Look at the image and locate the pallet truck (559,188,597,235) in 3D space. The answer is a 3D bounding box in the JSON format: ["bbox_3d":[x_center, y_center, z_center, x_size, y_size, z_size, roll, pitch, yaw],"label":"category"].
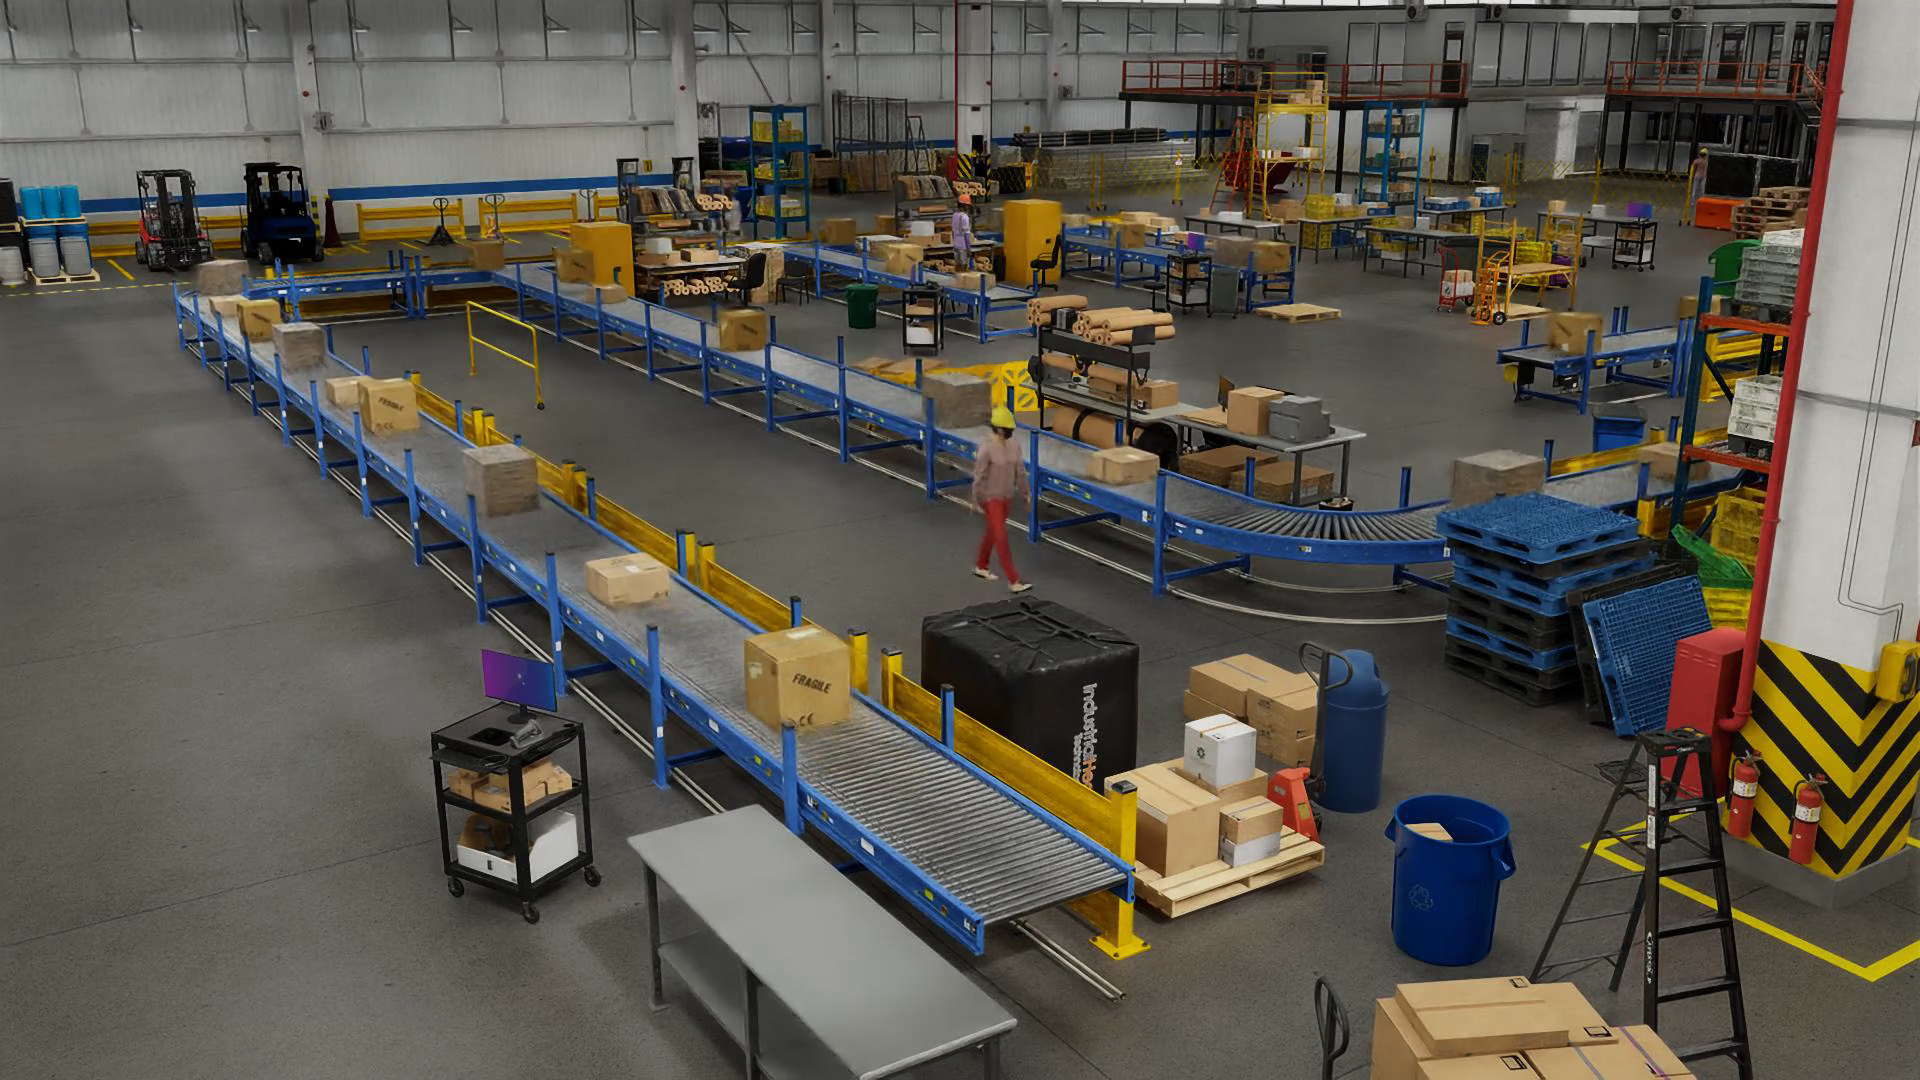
[{"bbox_3d":[-10.010,-8.652,43.699,0.653,1.274,1.630,-10,20,-31],"label":"pallet truck"}]

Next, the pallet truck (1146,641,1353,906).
[{"bbox_3d":[1.664,1.407,10.232,1.630,1.274,0.653,-10,20,-31],"label":"pallet truck"}]

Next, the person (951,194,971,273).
[{"bbox_3d":[0.057,-5.852,33.112,0.369,2.045,0.608,-9,19,-27],"label":"person"}]

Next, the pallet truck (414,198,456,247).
[{"bbox_3d":[-13.250,-8.060,41.856,0.680,1.201,1.601,-10,20,-31],"label":"pallet truck"}]

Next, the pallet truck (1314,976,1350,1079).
[{"bbox_3d":[2.299,2.390,7.086,1.601,1.201,0.680,-2,17,-7],"label":"pallet truck"}]

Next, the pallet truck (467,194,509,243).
[{"bbox_3d":[-11.983,-8.177,42.137,0.704,1.261,1.522,-11,20,-33],"label":"pallet truck"}]

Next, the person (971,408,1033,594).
[{"bbox_3d":[0.407,-0.377,15.445,0.565,1.718,0.904,-16,23,-42],"label":"person"}]

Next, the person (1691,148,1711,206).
[{"bbox_3d":[22.854,-11.178,51.313,0.525,1.769,0.315,9,19,27],"label":"person"}]

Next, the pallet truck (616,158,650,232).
[{"bbox_3d":[-8.918,-9.176,44.255,0.823,1.965,1.885,-9,19,-27],"label":"pallet truck"}]

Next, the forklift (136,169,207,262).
[{"bbox_3d":[-17.842,-7.318,37.559,1.157,1.987,2.680,-10,20,-31],"label":"forklift"}]

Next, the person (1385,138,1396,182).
[{"bbox_3d":[14.487,-12.713,56.283,0.507,1.846,0.344,-14,22,-39],"label":"person"}]

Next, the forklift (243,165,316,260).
[{"bbox_3d":[-15.898,-7.669,38.708,1.157,1.987,2.680,-11,20,-33],"label":"forklift"}]

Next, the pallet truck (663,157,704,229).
[{"bbox_3d":[-7.586,-9.308,44.692,0.823,1.965,1.885,-11,20,-33],"label":"pallet truck"}]

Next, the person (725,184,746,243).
[{"bbox_3d":[-4.979,-7.029,37.295,0.785,1.881,0.673,-13,21,-36],"label":"person"}]
